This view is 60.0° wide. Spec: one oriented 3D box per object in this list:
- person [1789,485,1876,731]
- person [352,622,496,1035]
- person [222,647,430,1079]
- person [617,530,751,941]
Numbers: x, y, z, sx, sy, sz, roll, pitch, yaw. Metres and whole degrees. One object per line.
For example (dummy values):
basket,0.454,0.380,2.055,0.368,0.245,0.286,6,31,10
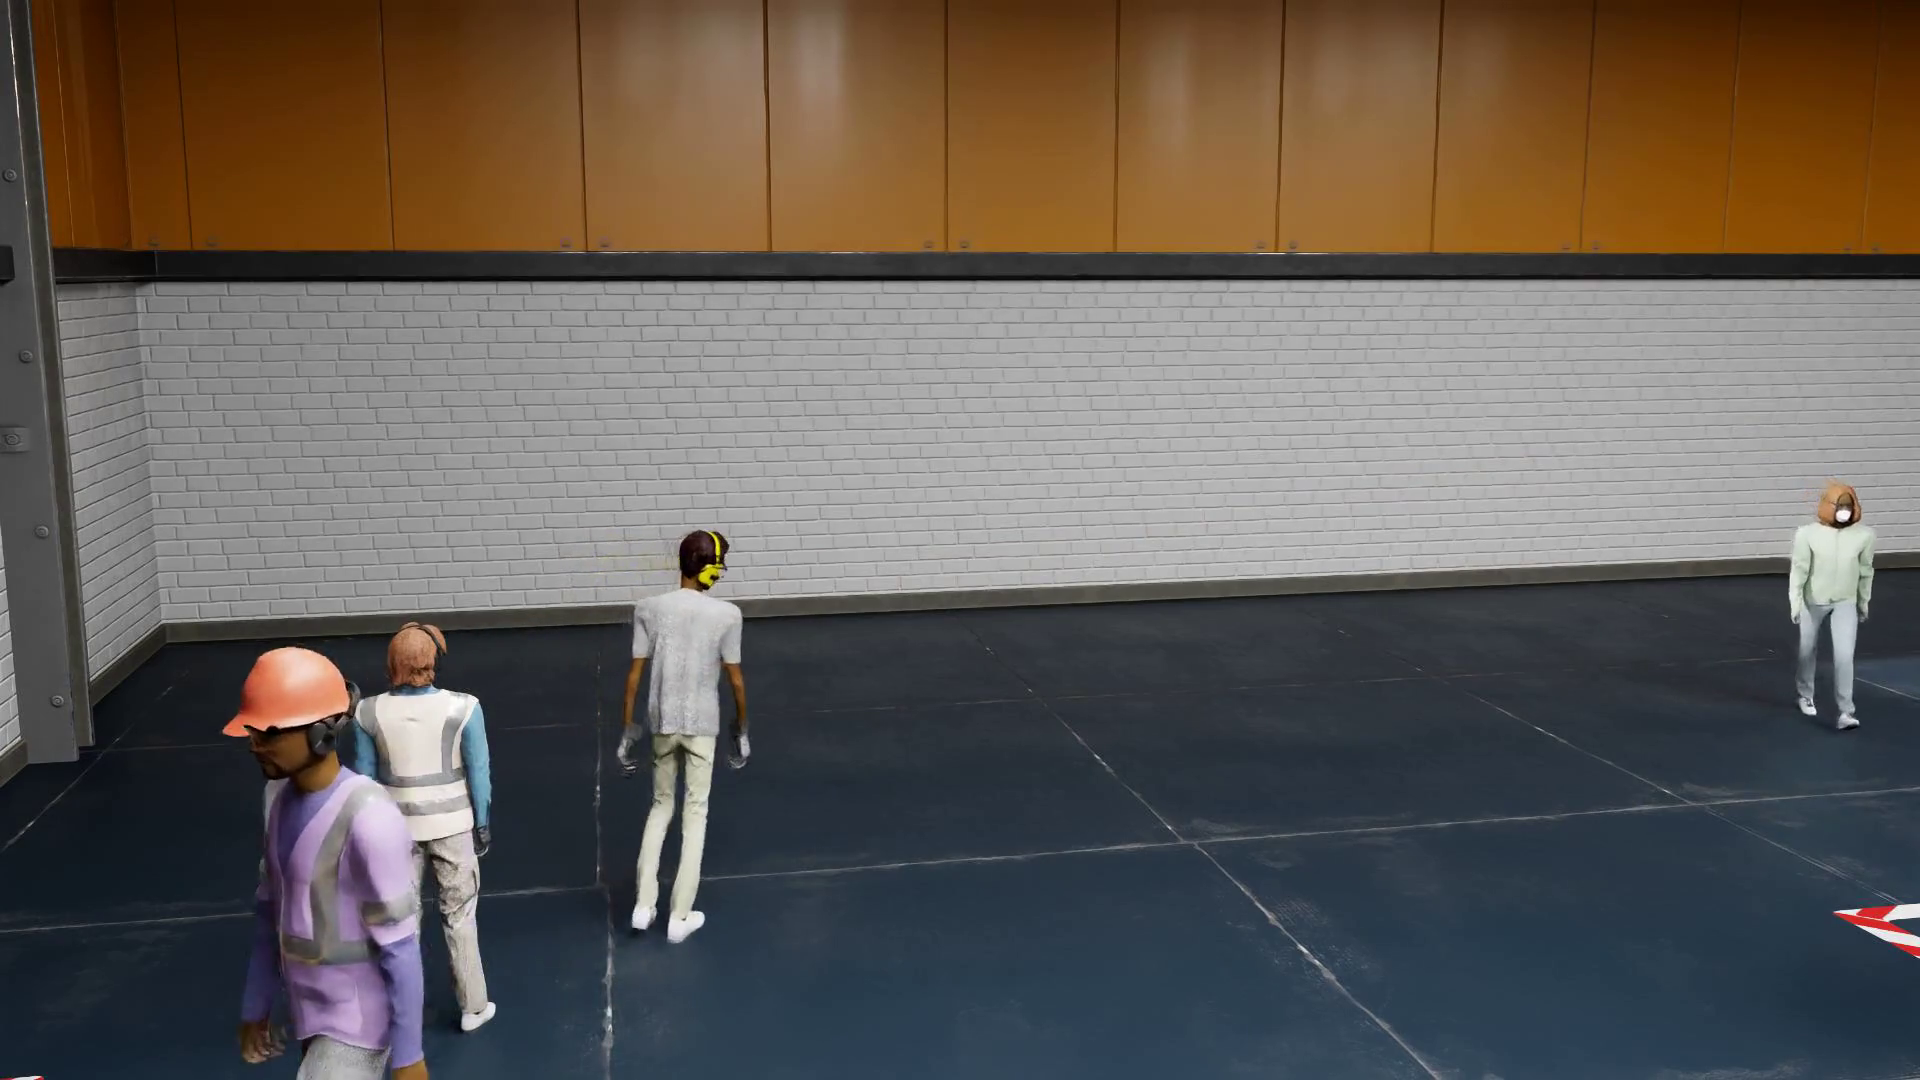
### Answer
person,5.709,0.432,10.898,0.525,1.583,0.844,2,10,13
person,-2.081,1.135,6.474,0.515,1.641,0.314,-1,9,-6
person,-1.739,1.280,4.441,0.695,2.015,0.638,-9,13,-43
person,-1.232,0.871,7.497,0.544,1.829,0.498,1,9,6
